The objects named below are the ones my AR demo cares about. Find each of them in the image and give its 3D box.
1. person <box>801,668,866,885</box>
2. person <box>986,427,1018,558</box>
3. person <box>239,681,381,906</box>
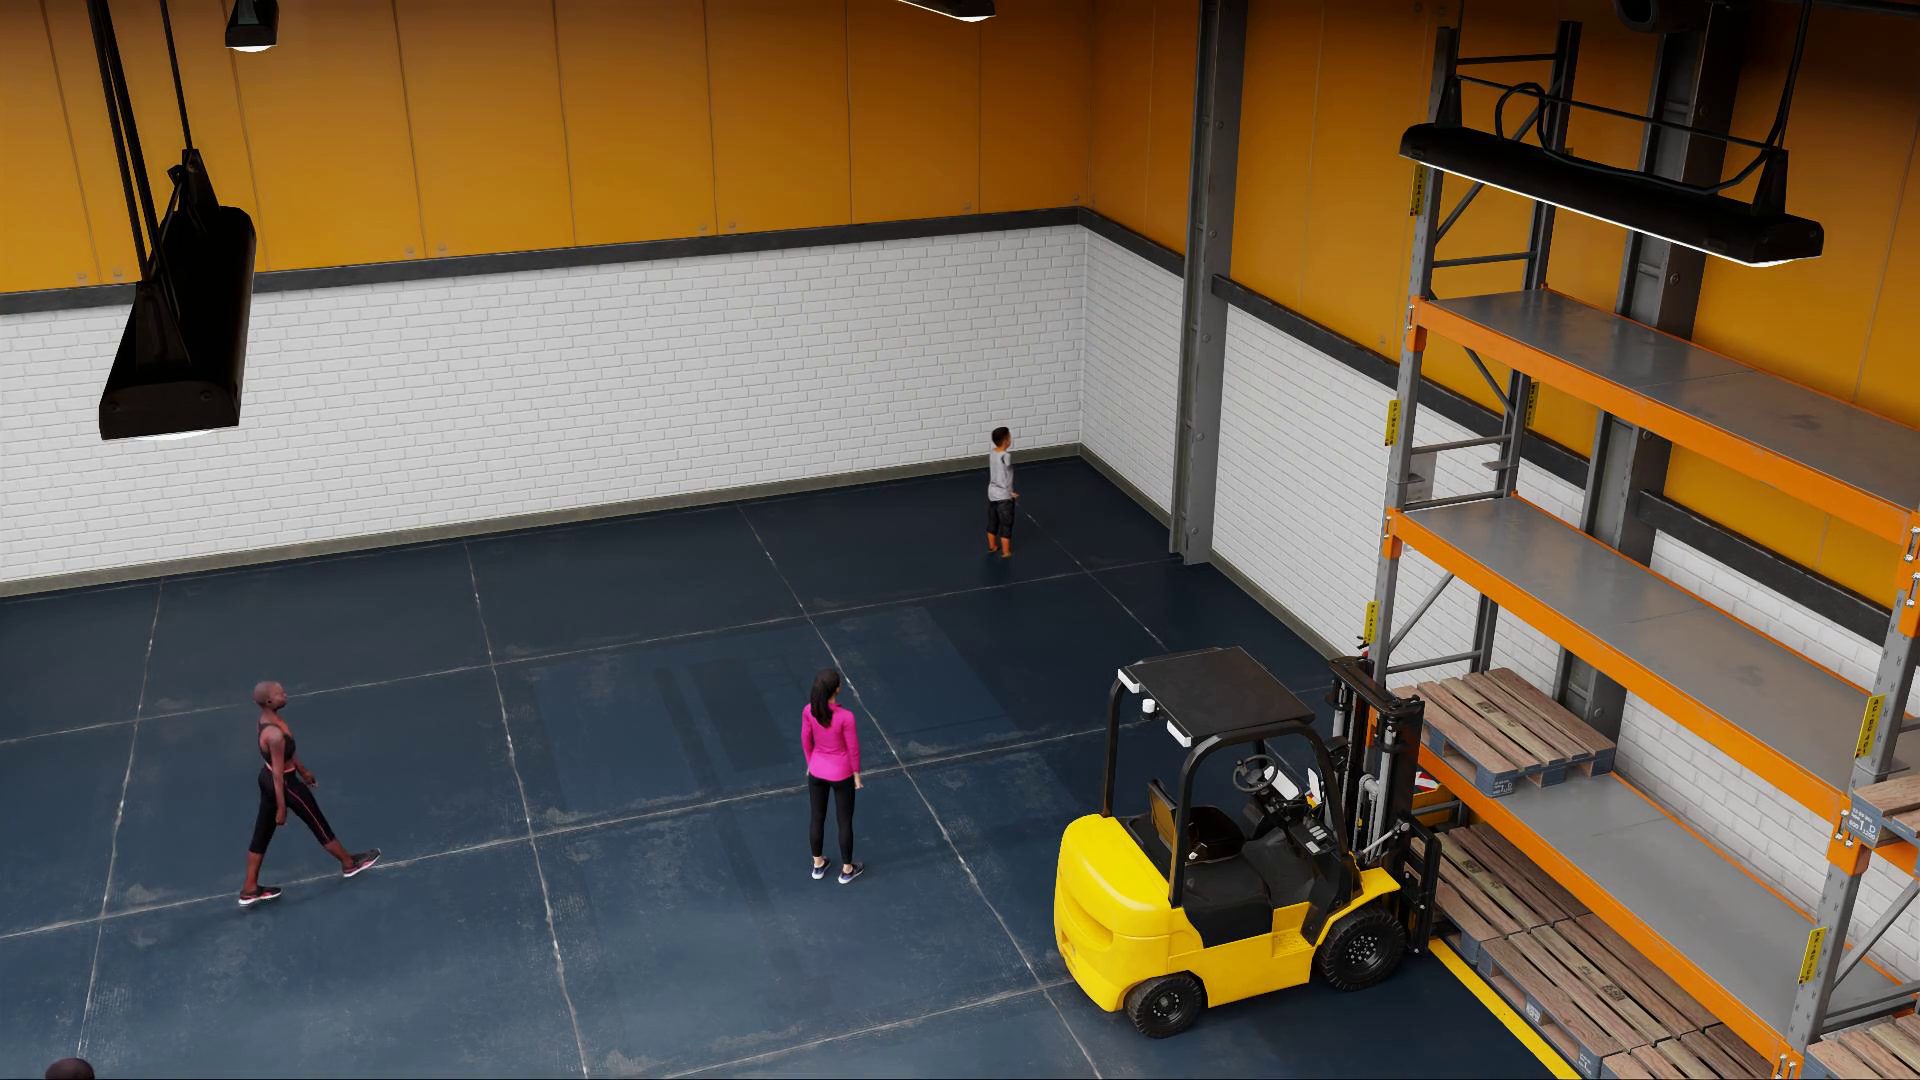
[{"bbox_3d":[-0.933,1.688,12.004,0.694,1.699,0.744,8,25,19],"label":"person"},{"bbox_3d":[0.429,-0.548,17.421,0.694,1.456,0.559,-19,30,-37],"label":"person"},{"bbox_3d":[-4.879,1.811,11.719,0.887,1.701,1.214,-16,28,-33],"label":"person"}]
